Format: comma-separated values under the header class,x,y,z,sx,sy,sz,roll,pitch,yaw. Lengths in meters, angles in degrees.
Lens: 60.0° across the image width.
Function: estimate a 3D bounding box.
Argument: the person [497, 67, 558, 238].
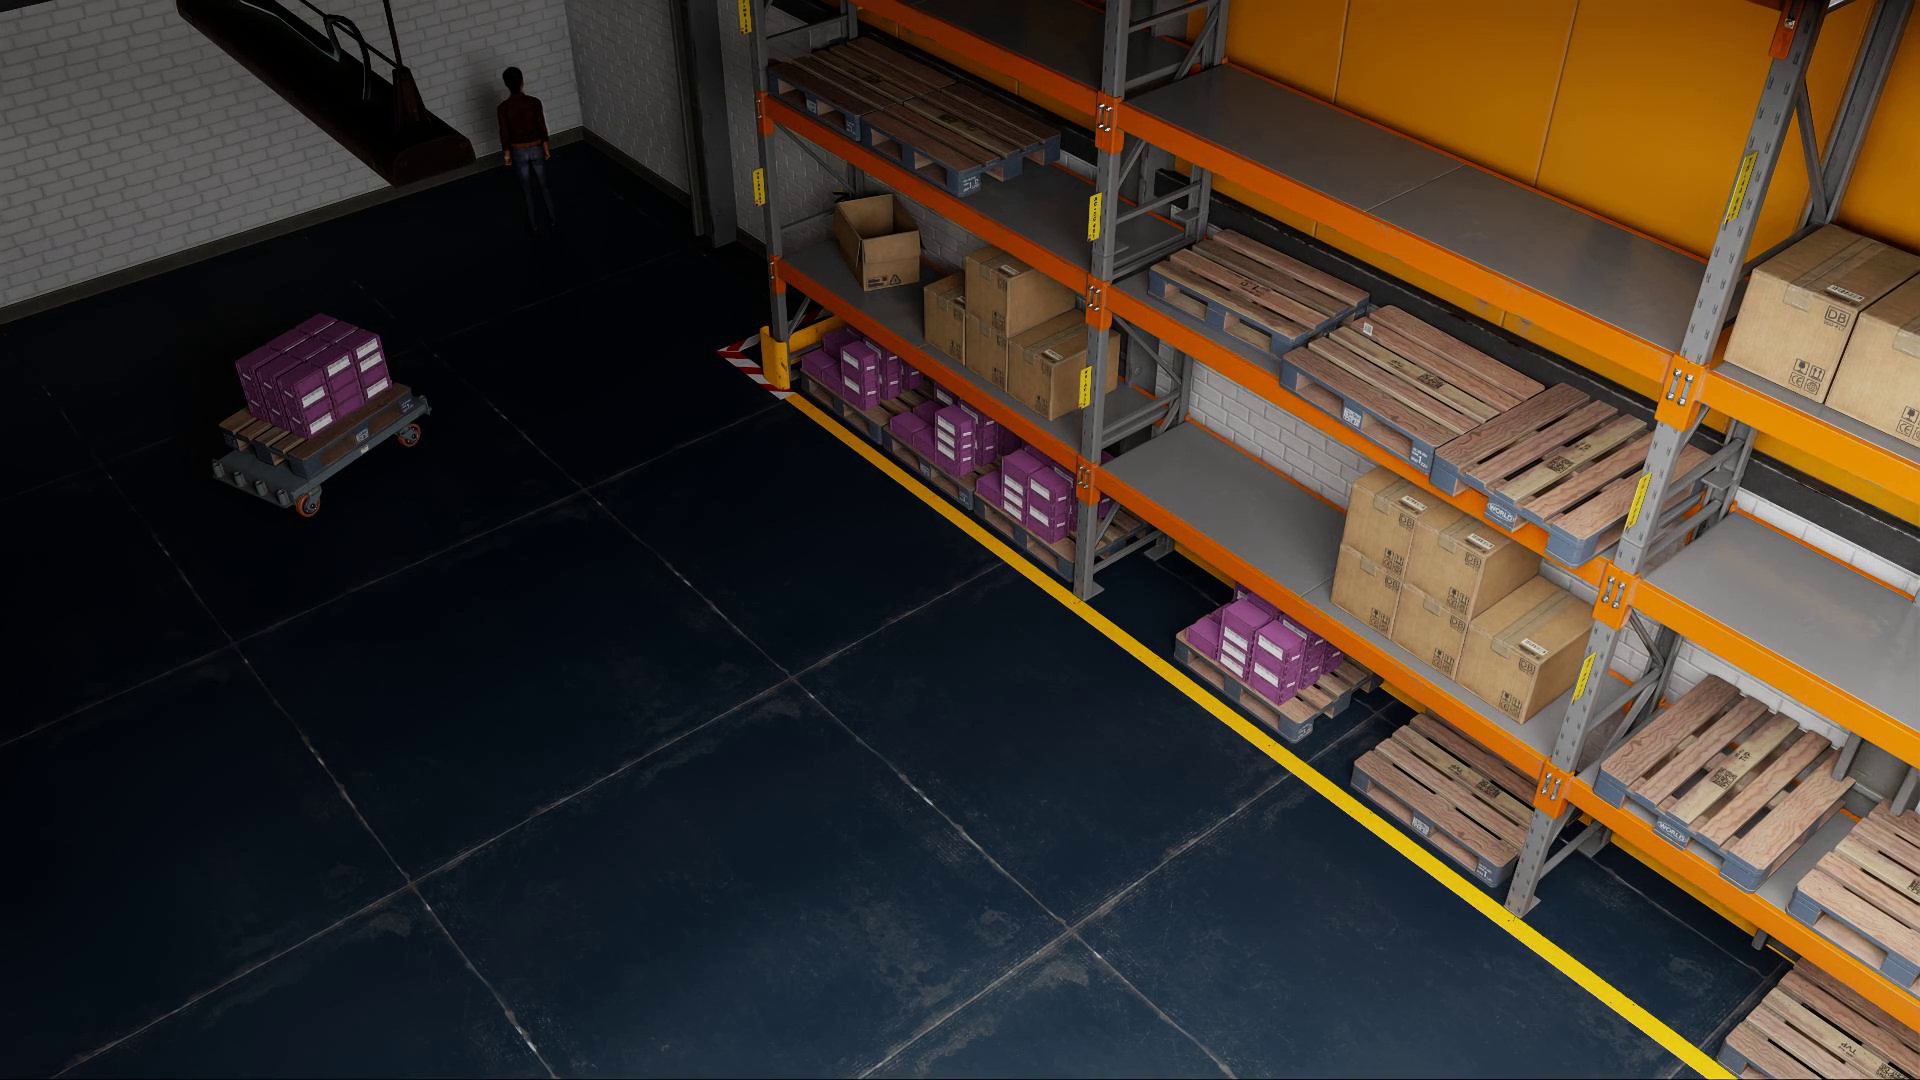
class,x,y,z,sx,sy,sz,roll,pitch,yaw
person,-4.417,-3.959,17.008,0.692,1.777,0.614,-16,41,-19
